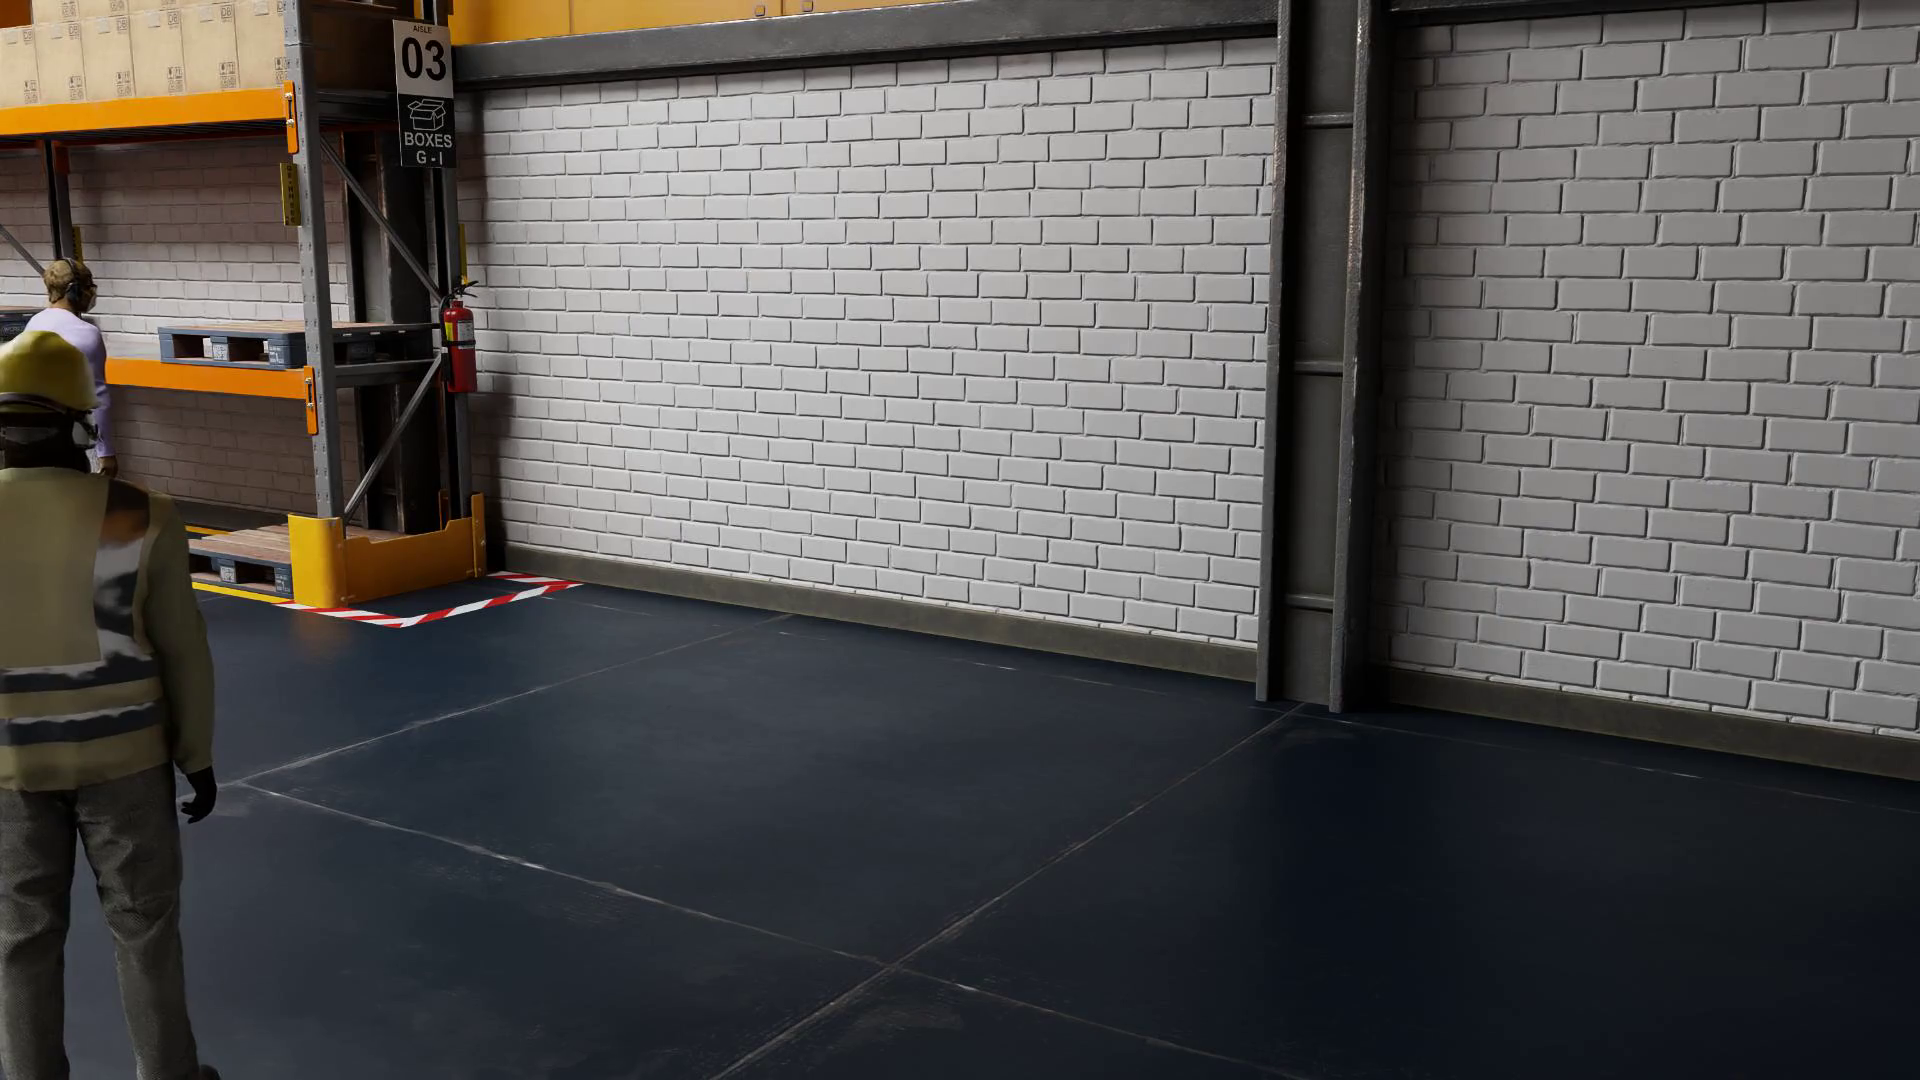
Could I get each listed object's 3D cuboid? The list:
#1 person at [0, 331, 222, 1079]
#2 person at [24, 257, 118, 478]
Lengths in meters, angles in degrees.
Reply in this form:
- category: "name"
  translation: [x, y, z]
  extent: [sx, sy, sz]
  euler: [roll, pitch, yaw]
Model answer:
- category: "person"
  translation: [-1.948, 0.461, 3.659]
  extent: [0.602, 1.828, 0.404]
  euler: [-2, 11, -13]
- category: "person"
  translation: [-4.623, -0.498, 8.699]
  extent: [0.628, 1.932, 0.361]
  euler: [7, 13, 35]
